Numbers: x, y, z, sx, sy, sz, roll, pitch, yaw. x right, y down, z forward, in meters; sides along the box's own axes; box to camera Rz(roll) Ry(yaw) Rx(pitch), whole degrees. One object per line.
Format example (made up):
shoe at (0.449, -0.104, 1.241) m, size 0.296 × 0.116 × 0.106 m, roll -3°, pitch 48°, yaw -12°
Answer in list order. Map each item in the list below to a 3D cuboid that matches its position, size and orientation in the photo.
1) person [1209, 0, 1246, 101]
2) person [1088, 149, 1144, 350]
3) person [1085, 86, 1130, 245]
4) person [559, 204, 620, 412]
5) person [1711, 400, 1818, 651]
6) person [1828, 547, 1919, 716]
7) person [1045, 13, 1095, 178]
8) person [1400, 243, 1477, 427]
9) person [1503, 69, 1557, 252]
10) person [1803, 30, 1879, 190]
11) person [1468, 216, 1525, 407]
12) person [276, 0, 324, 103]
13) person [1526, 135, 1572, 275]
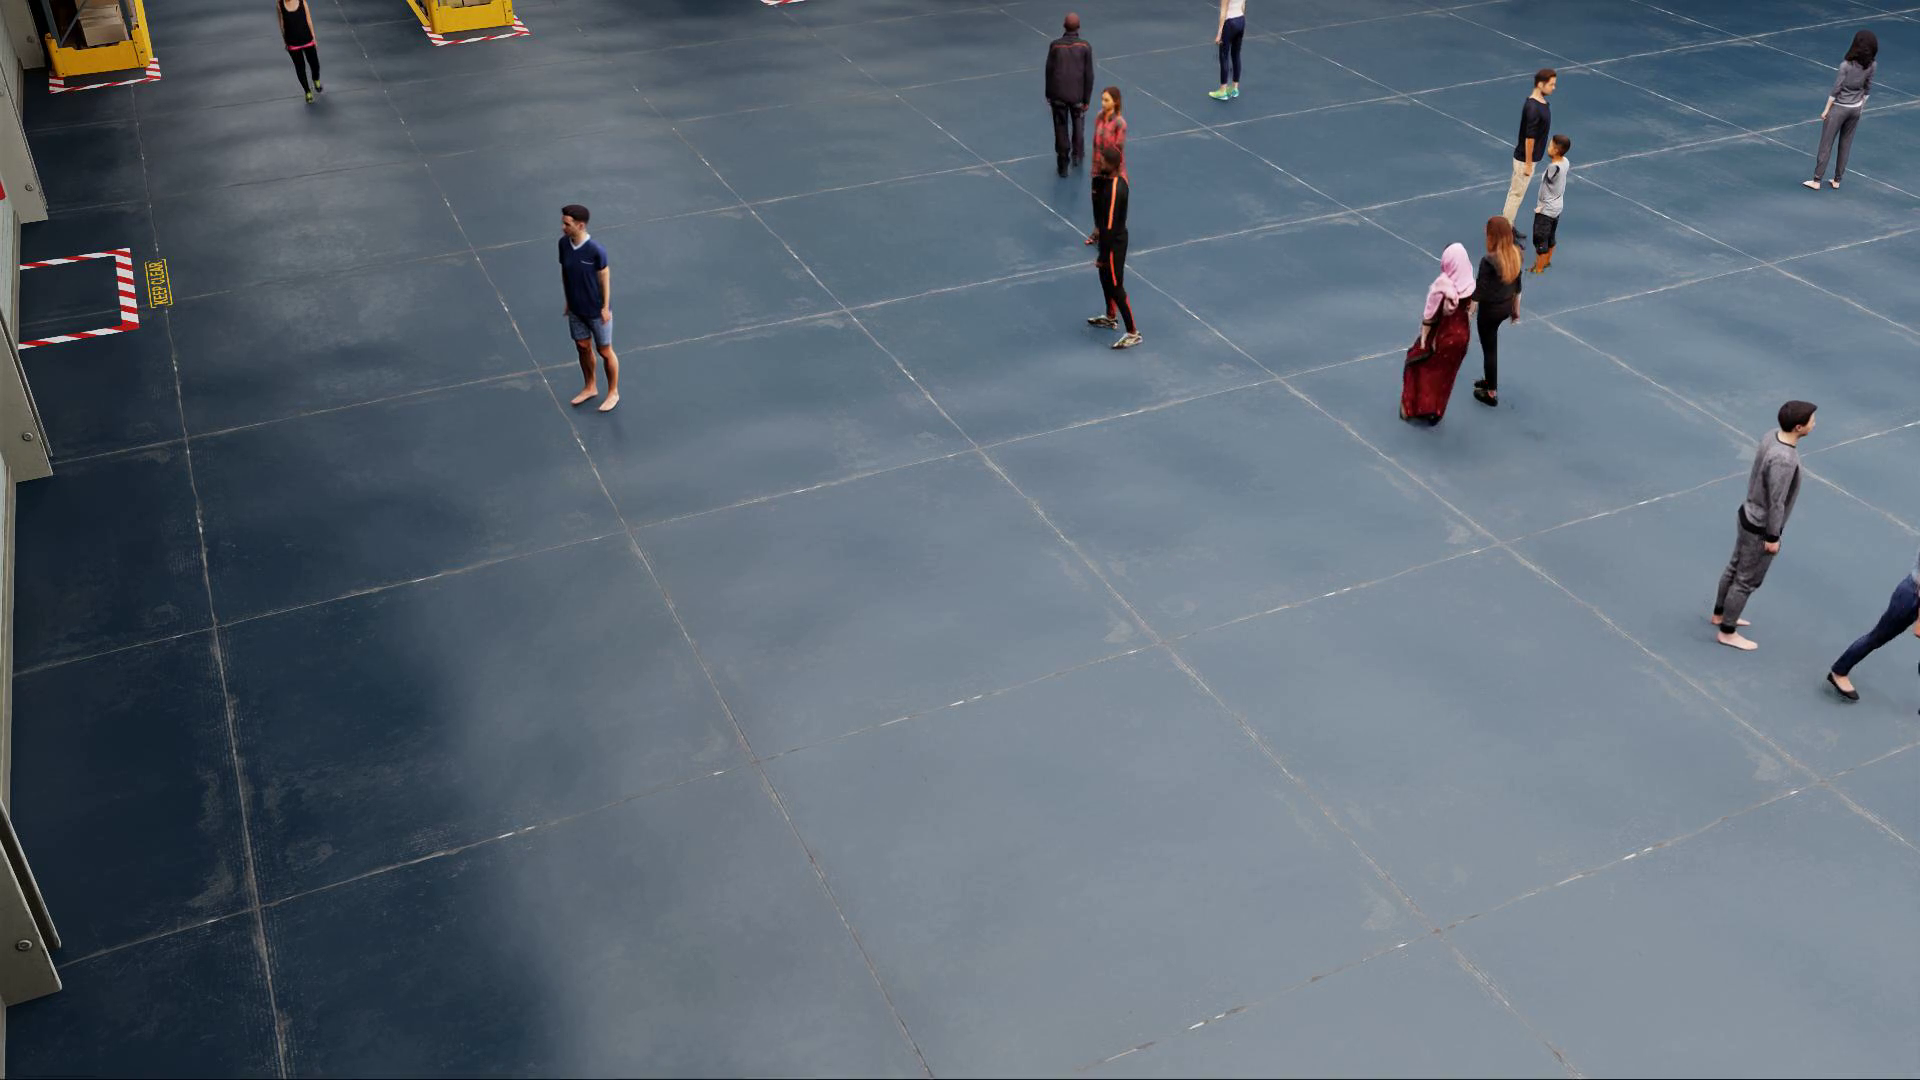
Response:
person at (3.466, -6.479, 21.137) m, size 0.653 × 1.703 × 0.610 m, roll -24°, pitch 40°, yaw -32°
person at (1.407, -2.704, 15.246) m, size 1.095 × 1.796 × 0.960 m, roll 4°, pitch 33°, yaw 5°
person at (1.556, -3.810, 17.038) m, size 0.729 × 1.697 × 0.556 m, roll -22°, pitch 39°, yaw -29°
person at (-3.145, -1.996, 14.114) m, size 0.691 × 1.844 × 0.772 m, roll 15°, pitch 36°, yaw 22°
person at (5.413, -0.134, 11.253) m, size 0.804 × 1.842 × 0.718 m, roll 8°, pitch 34°, yaw 13°
person at (6.078, 0.340, 10.674) m, size 0.828 × 1.679 × 1.116 m, roll -25°, pitch 40°, yaw -33°
person at (1.221, -4.991, 18.749) m, size 0.889 × 1.812 × 0.973 m, roll 1°, pitch 33°, yaw 1°
person at (4.058, -1.672, 13.816) m, size 0.703 × 1.626 × 0.705 m, roll -8°, pitch 34°, yaw -12°
person at (5.807, -3.924, 17.073) m, size 0.757 × 1.850 × 0.690 m, roll 10°, pitch 34°, yaw 15°
person at (9.810, -4.762, 18.441) m, size 0.666 × 1.764 × 0.637 m, roll -2°, pitch 33°, yaw -3°
person at (4.595, -1.894, 14.100) m, size 0.658 × 1.688 × 0.627 m, roll -15°, pitch 36°, yaw -22°
person at (-8.388, -6.364, 21.109) m, size 0.565 × 1.540 × 0.673 m, roll -11°, pitch 35°, yaw -16°
person at (5.910, -3.398, 16.628) m, size 0.637 × 1.453 × 0.630 m, roll 21°, pitch 39°, yaw 29°
